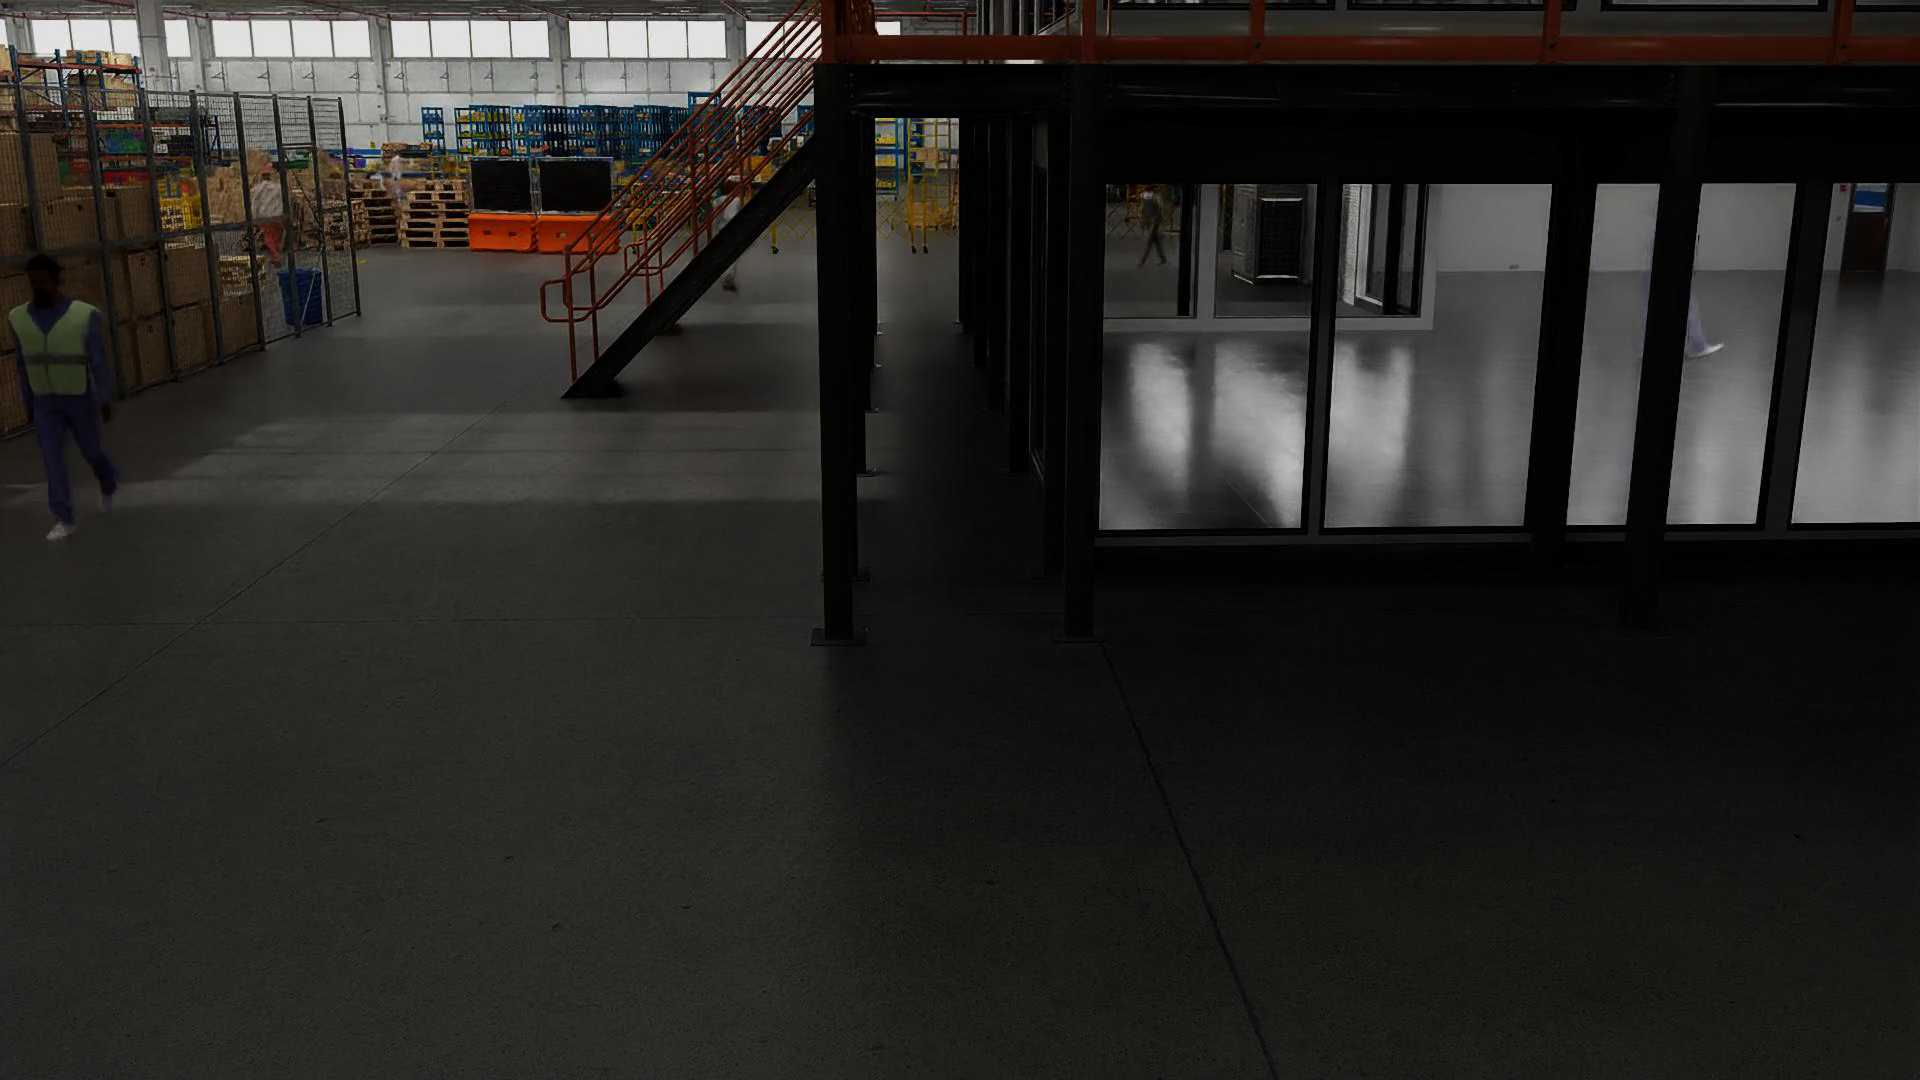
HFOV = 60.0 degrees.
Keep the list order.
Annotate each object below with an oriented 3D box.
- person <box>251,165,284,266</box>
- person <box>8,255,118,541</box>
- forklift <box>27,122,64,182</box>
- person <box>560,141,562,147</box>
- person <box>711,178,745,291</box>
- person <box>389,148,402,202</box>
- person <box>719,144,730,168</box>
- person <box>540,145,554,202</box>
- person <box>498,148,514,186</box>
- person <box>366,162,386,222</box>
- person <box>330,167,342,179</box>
[{"bbox_3d":[-13.430,-6.302,32.375,0.622,1.972,0.822,-11,18,-37],"label":"person"},{"bbox_3d":[-6.076,-0.998,11.340,0.599,1.895,0.817,-2,14,-7],"label":"person"},{"bbox_3d":[-35.376,-14.773,64.377,1.129,2.768,1.873,-1,14,-2],"label":"forklift"},{"bbox_3d":[-21.768,-20.918,91.037,0.372,1.843,0.570,-3,14,-13],"label":"person"},{"bbox_3d":[-3.840,-5.058,27.613,0.577,1.872,0.413,-5,15,-18],"label":"person"},{"bbox_3d":[-20.225,-13.056,59.499,0.459,1.893,0.681,-6,15,-24],"label":"person"},{"bbox_3d":[-11.293,-18.001,79.456,0.591,1.806,0.439,5,15,18],"label":"person"},{"bbox_3d":[-14.257,-12.623,57.504,0.400,2.033,0.605,-2,14,-8],"label":"person"},{"bbox_3d":[-15.452,-12.355,56.638,0.543,1.933,0.364,1,14,4],"label":"person"},{"bbox_3d":[-14.960,-8.745,42.508,0.606,1.783,0.922,11,18,38],"label":"person"},{"bbox_3d":[-15.014,-8.116,40.081,0.402,1.725,0.495,-8,16,-28],"label":"person"}]
